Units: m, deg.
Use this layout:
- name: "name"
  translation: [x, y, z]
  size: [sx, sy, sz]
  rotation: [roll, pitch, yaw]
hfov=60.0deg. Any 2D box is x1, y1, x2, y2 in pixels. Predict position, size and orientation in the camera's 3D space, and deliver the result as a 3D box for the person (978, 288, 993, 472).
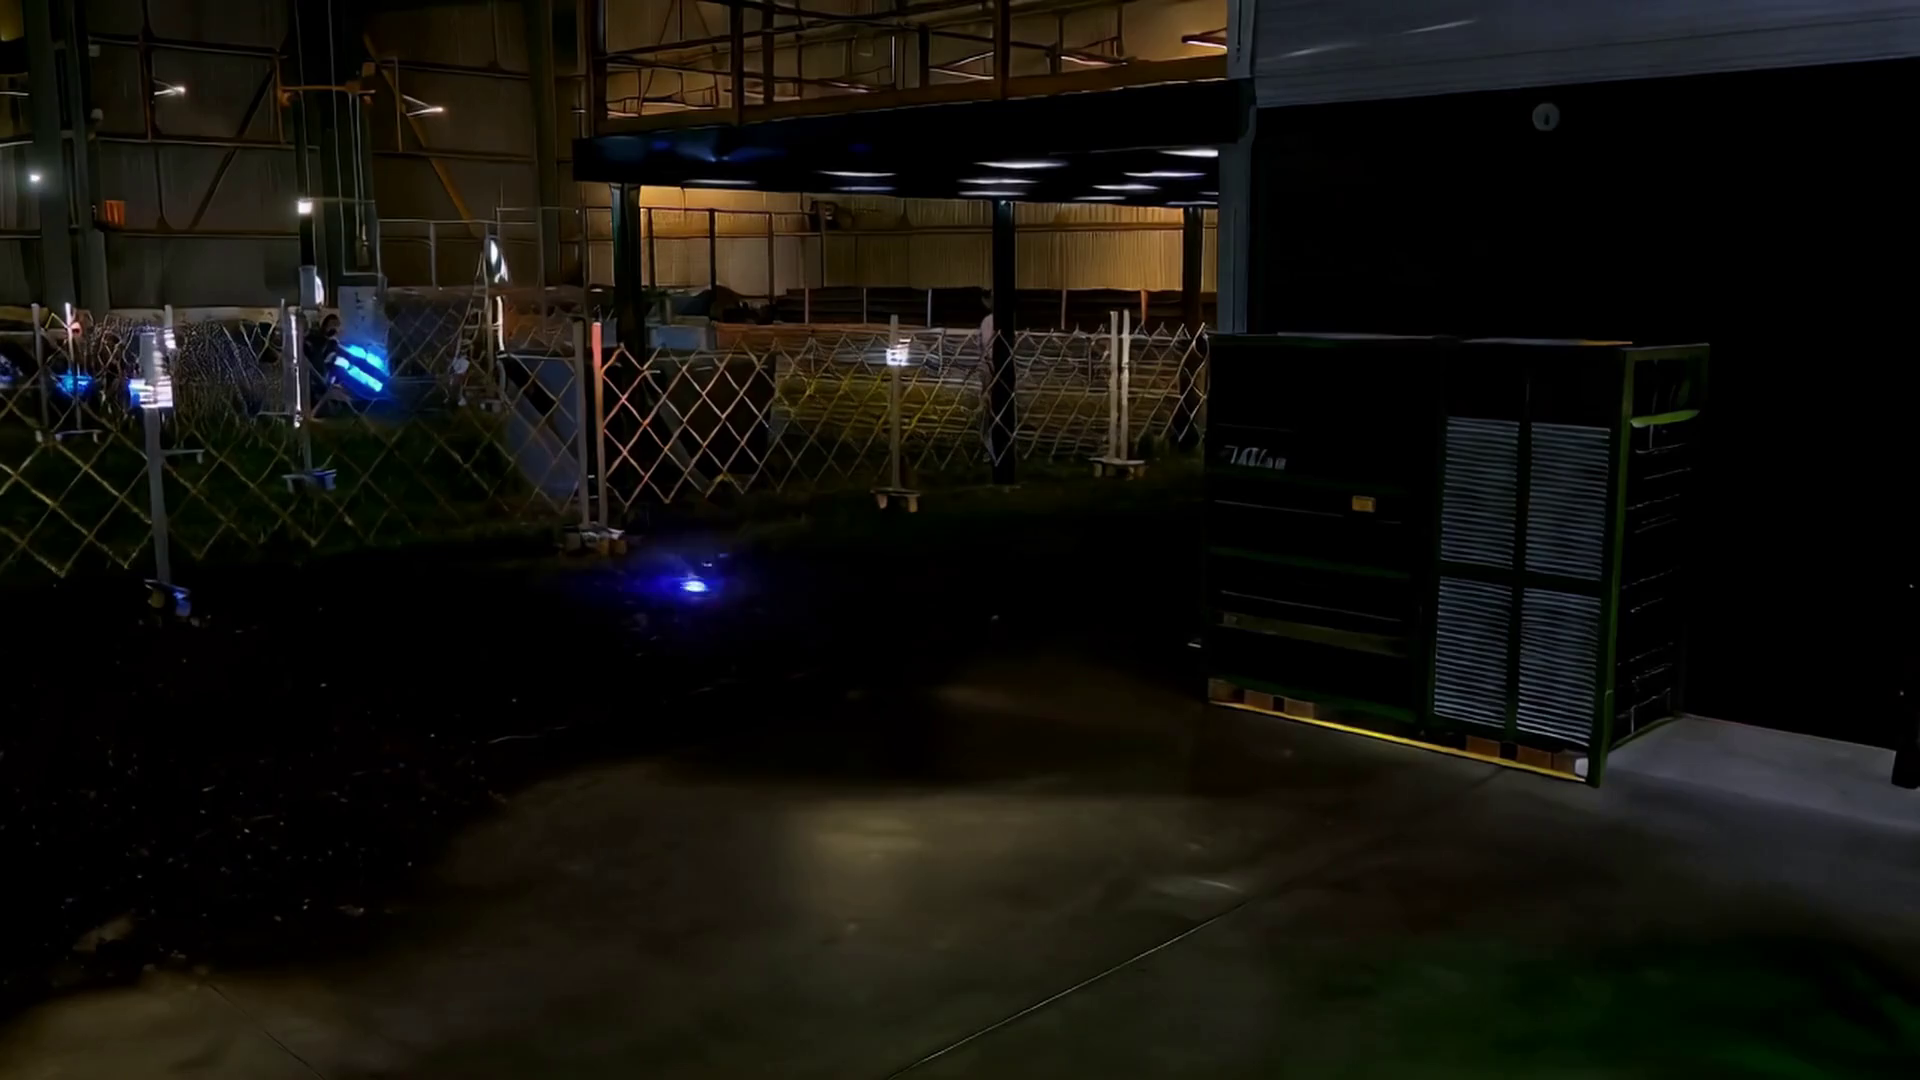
- name: "person"
  translation: [0.365, -1.634, 17.009]
  size: [0.342, 1.882, 0.579]
  rotation: [1, 9, 9]
